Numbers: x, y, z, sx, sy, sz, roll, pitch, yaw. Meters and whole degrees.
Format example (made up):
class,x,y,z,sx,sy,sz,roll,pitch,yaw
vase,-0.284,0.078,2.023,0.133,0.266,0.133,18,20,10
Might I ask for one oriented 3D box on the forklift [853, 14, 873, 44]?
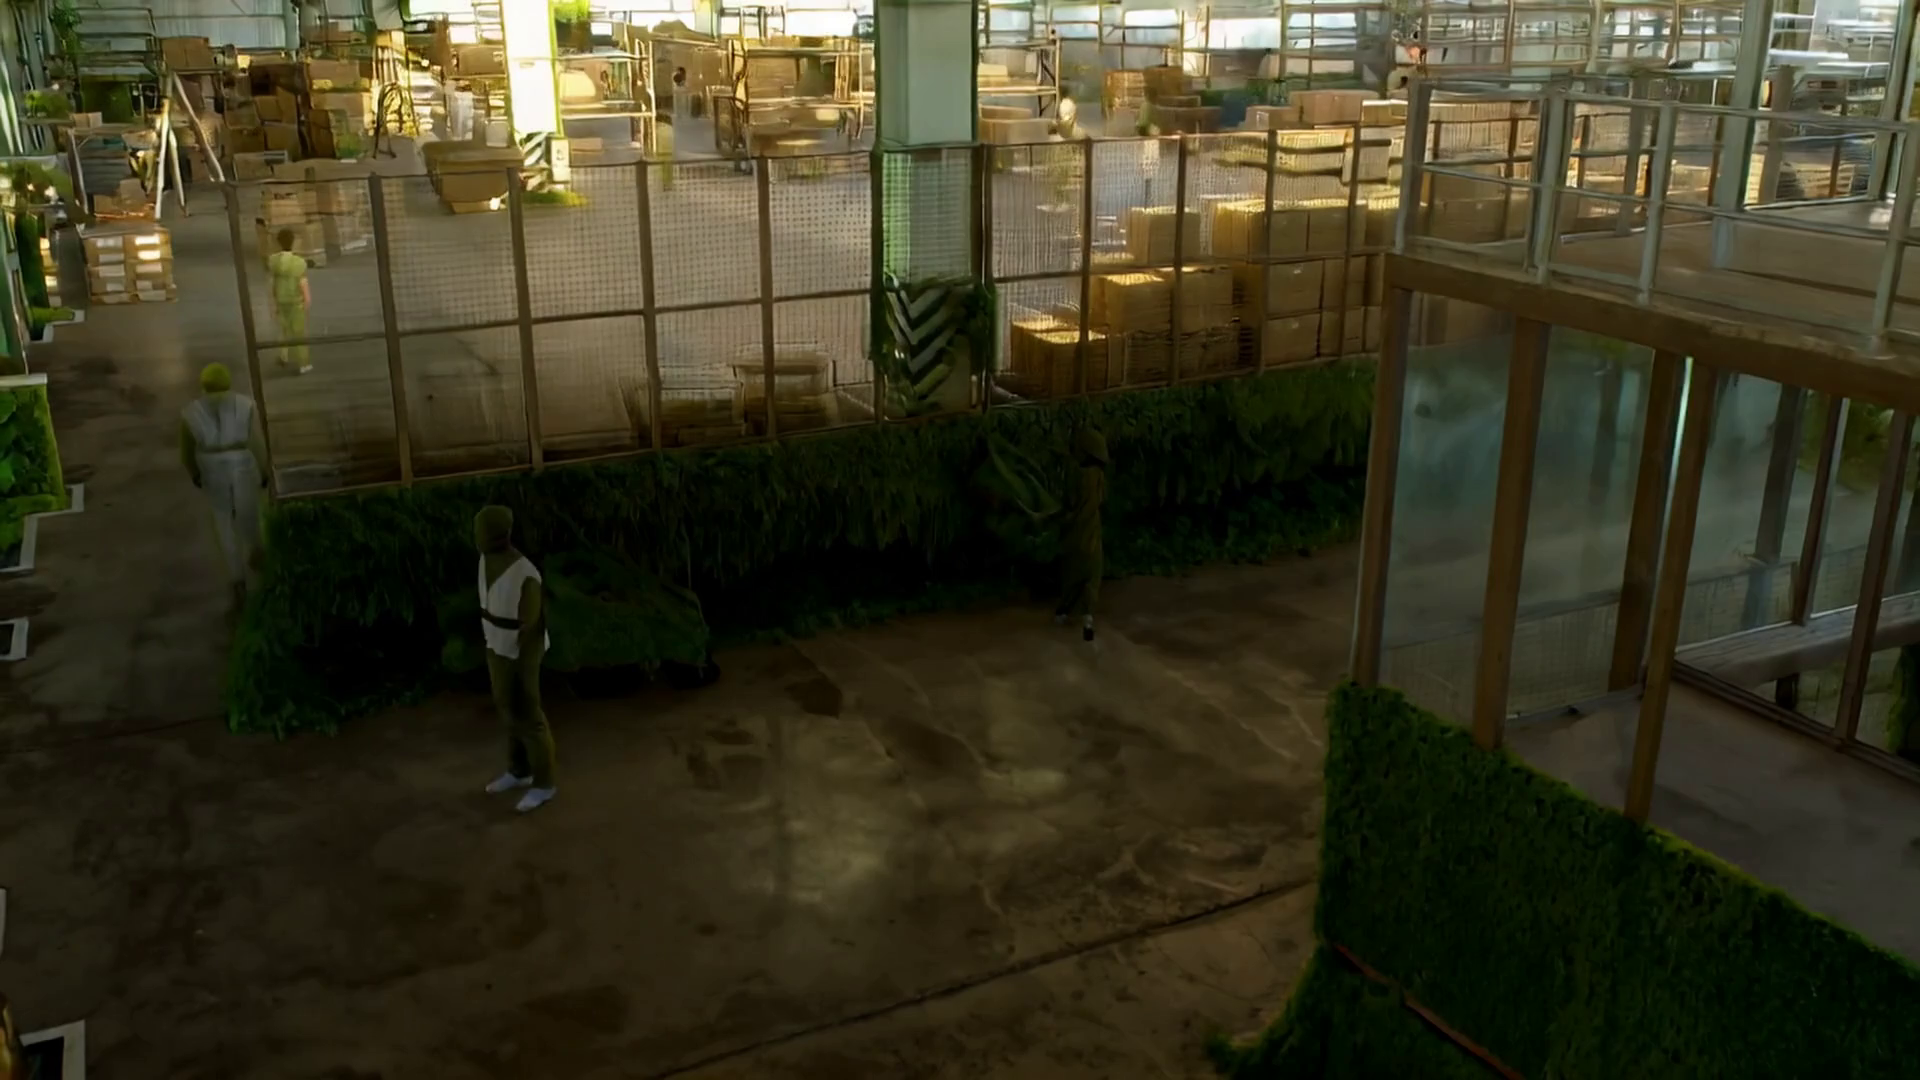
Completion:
class,x,y,z,sx,sy,sz,roll,pitch,yaw
forklift,-4.461,-23.077,77.567,1.129,2.768,1.873,2,19,6

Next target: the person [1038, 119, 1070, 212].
class,x,y,z,sx,sy,sz,roll,pitch,yaw
person,1.992,-7.830,34.820,0.777,1.922,0.625,10,22,27

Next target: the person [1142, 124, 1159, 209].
class,x,y,z,sx,sy,sz,roll,pitch,yaw
person,3.914,-7.593,34.187,0.338,1.882,0.582,3,19,9

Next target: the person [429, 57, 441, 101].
class,x,y,z,sx,sy,sz,roll,pitch,yaw
person,-19.959,-17.477,63.126,0.552,1.682,0.496,0,19,-1

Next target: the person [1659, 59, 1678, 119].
class,x,y,z,sx,sy,sz,roll,pitch,yaw
person,23.605,-15.004,55.469,0.836,2.008,0.603,-10,21,-26

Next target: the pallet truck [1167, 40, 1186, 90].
class,x,y,z,sx,sy,sz,roll,pitch,yaw
pallet truck,9.045,-19.971,69.895,0.823,1.965,1.885,-3,19,-8

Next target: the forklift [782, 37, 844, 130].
class,x,y,z,sx,sy,sz,roll,pitch,yaw
forklift,-4.628,-14.442,52.534,1.873,2.768,1.129,-9,21,-25

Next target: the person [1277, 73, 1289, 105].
class,x,y,z,sx,sy,sz,roll,pitch,yaw
person,10.648,-14.653,55.078,0.857,1.594,0.514,13,23,33

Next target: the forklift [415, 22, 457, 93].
class,x,y,z,sx,sy,sz,roll,pitch,yaw
forklift,-21.387,-19.546,67.330,1.129,2.768,1.873,13,23,33

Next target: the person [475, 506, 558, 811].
class,x,y,z,sx,sy,sz,roll,pitch,yaw
person,-2.696,0.700,10.112,0.379,1.911,0.615,-18,26,-41

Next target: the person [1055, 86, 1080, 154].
class,x,y,z,sx,sy,sz,roll,pitch,yaw
person,2.784,-10.885,43.490,1.002,2.000,0.688,2,19,6

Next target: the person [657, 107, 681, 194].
class,x,y,z,sx,sy,sz,roll,pitch,yaw
person,-6.664,-8.857,37.818,0.423,1.905,0.586,-11,22,-29

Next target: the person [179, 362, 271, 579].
class,x,y,z,sx,sy,sz,roll,pitch,yaw
person,-6.176,-0.624,14.073,0.661,1.818,0.726,-5,20,-15

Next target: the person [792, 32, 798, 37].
class,x,y,z,sx,sy,sz,roll,pitch,yaw
person,-7.964,-23.617,80.613,0.905,1.891,0.566,-11,22,-29

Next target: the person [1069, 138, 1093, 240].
class,x,y,z,sx,sy,sz,roll,pitch,yaw
person,2.293,-6.635,31.427,0.354,1.877,0.574,-15,24,-37

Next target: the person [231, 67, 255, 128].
class,x,y,z,sx,sy,sz,roll,pitch,yaw
person,-23.029,-14.217,53.350,0.602,1.905,0.676,7,20,20

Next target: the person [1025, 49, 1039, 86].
class,x,y,z,sx,sy,sz,roll,pitch,yaw
person,2.922,-19.033,67.302,0.450,1.919,0.625,17,25,40

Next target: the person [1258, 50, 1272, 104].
class,x,y,z,sx,sy,sz,roll,pitch,yaw
person,11.468,-17.385,62.451,0.506,1.968,0.667,6,20,17

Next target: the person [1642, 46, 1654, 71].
class,x,y,z,sx,sy,sz,roll,pitch,yaw
person,28.663,-19.661,69.341,0.301,1.772,0.525,-11,22,-28

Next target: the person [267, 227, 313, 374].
class,x,y,z,sx,sy,sz,roll,pitch,yaw
person,-8.398,-2.969,20.825,0.548,1.855,0.567,0,19,0

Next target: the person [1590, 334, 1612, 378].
class,x,y,z,sx,sy,sz,roll,pitch,yaw
person,8.225,-2.998,20.846,0.779,1.890,0.636,-15,24,-37

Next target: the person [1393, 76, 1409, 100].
class,x,y,z,sx,sy,sz,roll,pitch,yaw
person,12.672,-12.325,47.794,0.634,1.950,0.426,-9,21,-24

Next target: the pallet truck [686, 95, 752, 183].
class,x,y,z,sx,sy,sz,roll,pitch,yaw
pallet truck,-5.836,-9.608,39.856,0.823,1.965,1.885,10,22,27

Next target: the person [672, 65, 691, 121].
class,x,y,z,sx,sy,sz,roll,pitch,yaw
person,-9.259,-14.850,55.308,0.642,1.828,0.531,4,19,11

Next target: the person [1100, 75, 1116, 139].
class,x,y,z,sx,sy,sz,roll,pitch,yaw
person,4.432,-12.945,49.744,0.531,1.858,0.324,14,23,35

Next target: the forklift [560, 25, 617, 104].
class,x,y,z,sx,sy,sz,roll,pitch,yaw
forklift,-14.053,-17.892,62.535,1.873,2.768,1.129,-9,21,-25

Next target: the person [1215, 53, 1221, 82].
class,x,y,z,sx,sy,sz,roll,pitch,yaw
person,11.482,-21.542,74.544,0.551,1.932,0.377,15,24,37

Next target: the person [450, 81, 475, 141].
class,x,y,z,sx,sy,sz,roll,pitch,yaw
person,-13.835,-11.806,46.340,0.627,1.926,0.420,-15,24,-36

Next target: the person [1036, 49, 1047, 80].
class,x,y,z,sx,sy,sz,roll,pitch,yaw
person,3.667,-21.589,75.080,0.519,1.674,0.450,-2,19,-6

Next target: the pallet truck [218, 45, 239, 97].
class,x,y,z,sx,sy,sz,roll,pitch,yaw
pallet truck,-28.879,-18.665,66.111,0.823,1.965,1.885,-3,19,-9

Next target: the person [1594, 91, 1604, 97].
class,x,y,z,sx,sy,sz,roll,pitch,yaw
person,16.141,-10.414,42.284,0.551,1.935,0.375,-4,19,-12

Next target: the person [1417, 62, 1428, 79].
class,x,y,z,sx,sy,sz,roll,pitch,yaw
person,15.572,-15.204,56.261,0.986,1.891,0.639,5,20,14

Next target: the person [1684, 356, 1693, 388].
class,x,y,z,sx,sy,sz,roll,pitch,yaw
person,7.908,-1.768,17.431,0.500,1.809,0.938,14,23,35

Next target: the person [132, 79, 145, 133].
class,x,y,z,sx,sy,sz,roll,pitch,yaw
person,-25.382,-13.403,51.414,0.525,1.632,0.318,4,19,12

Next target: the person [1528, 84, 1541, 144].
class,x,y,z,sx,sy,sz,roll,pitch,yaw
person,16.635,-12.317,48.164,0.539,1.695,0.317,-15,24,-37
